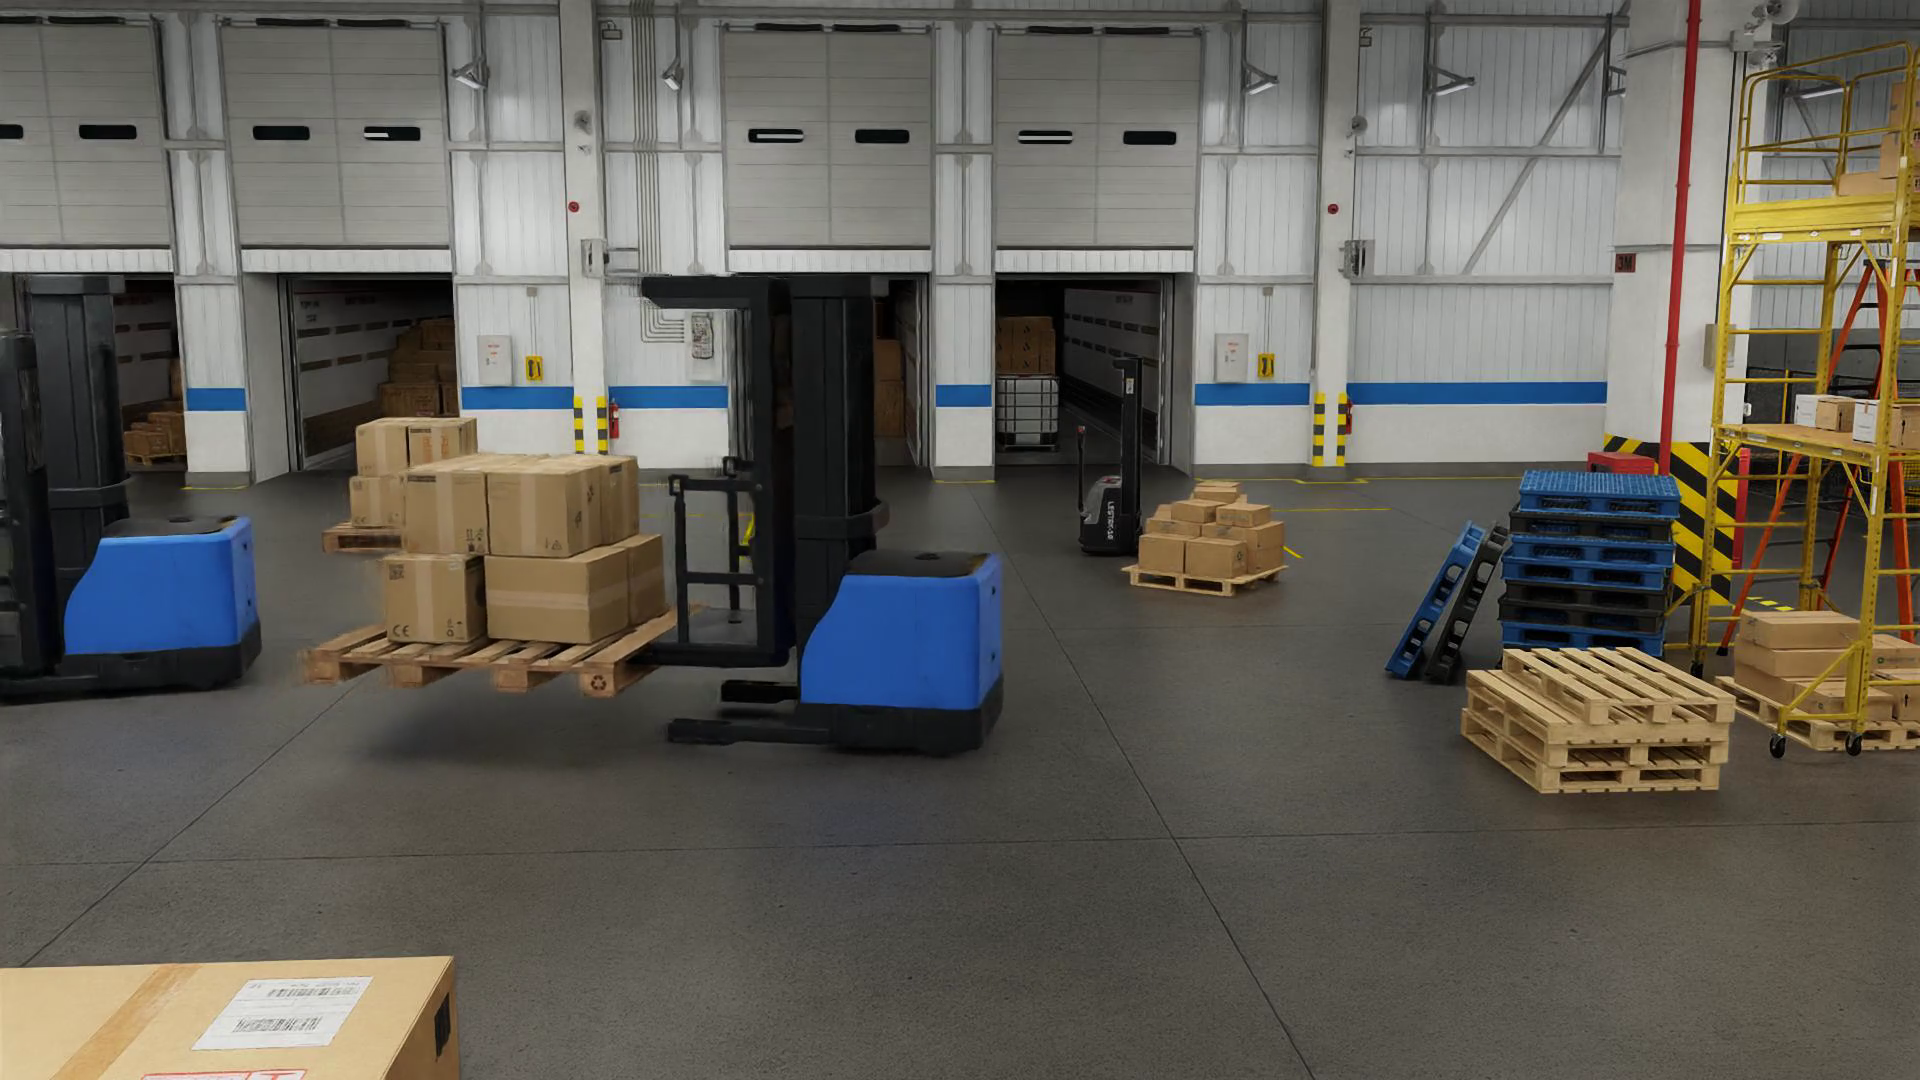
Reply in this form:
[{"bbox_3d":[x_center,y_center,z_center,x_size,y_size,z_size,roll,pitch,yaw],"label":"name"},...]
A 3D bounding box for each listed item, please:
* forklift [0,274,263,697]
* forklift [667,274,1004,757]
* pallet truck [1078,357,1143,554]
[{"bbox_3d":[-5.918,-0.414,11.348,1.873,2.768,1.129,-2,9,-14],"label":"forklift"},{"bbox_3d":[-0.719,-0.210,10.065,1.873,2.768,1.129,2,9,10],"label":"forklift"},{"bbox_3d":[2.088,-0.836,16.757,1.885,1.965,0.823,2,9,13],"label":"pallet truck"}]
